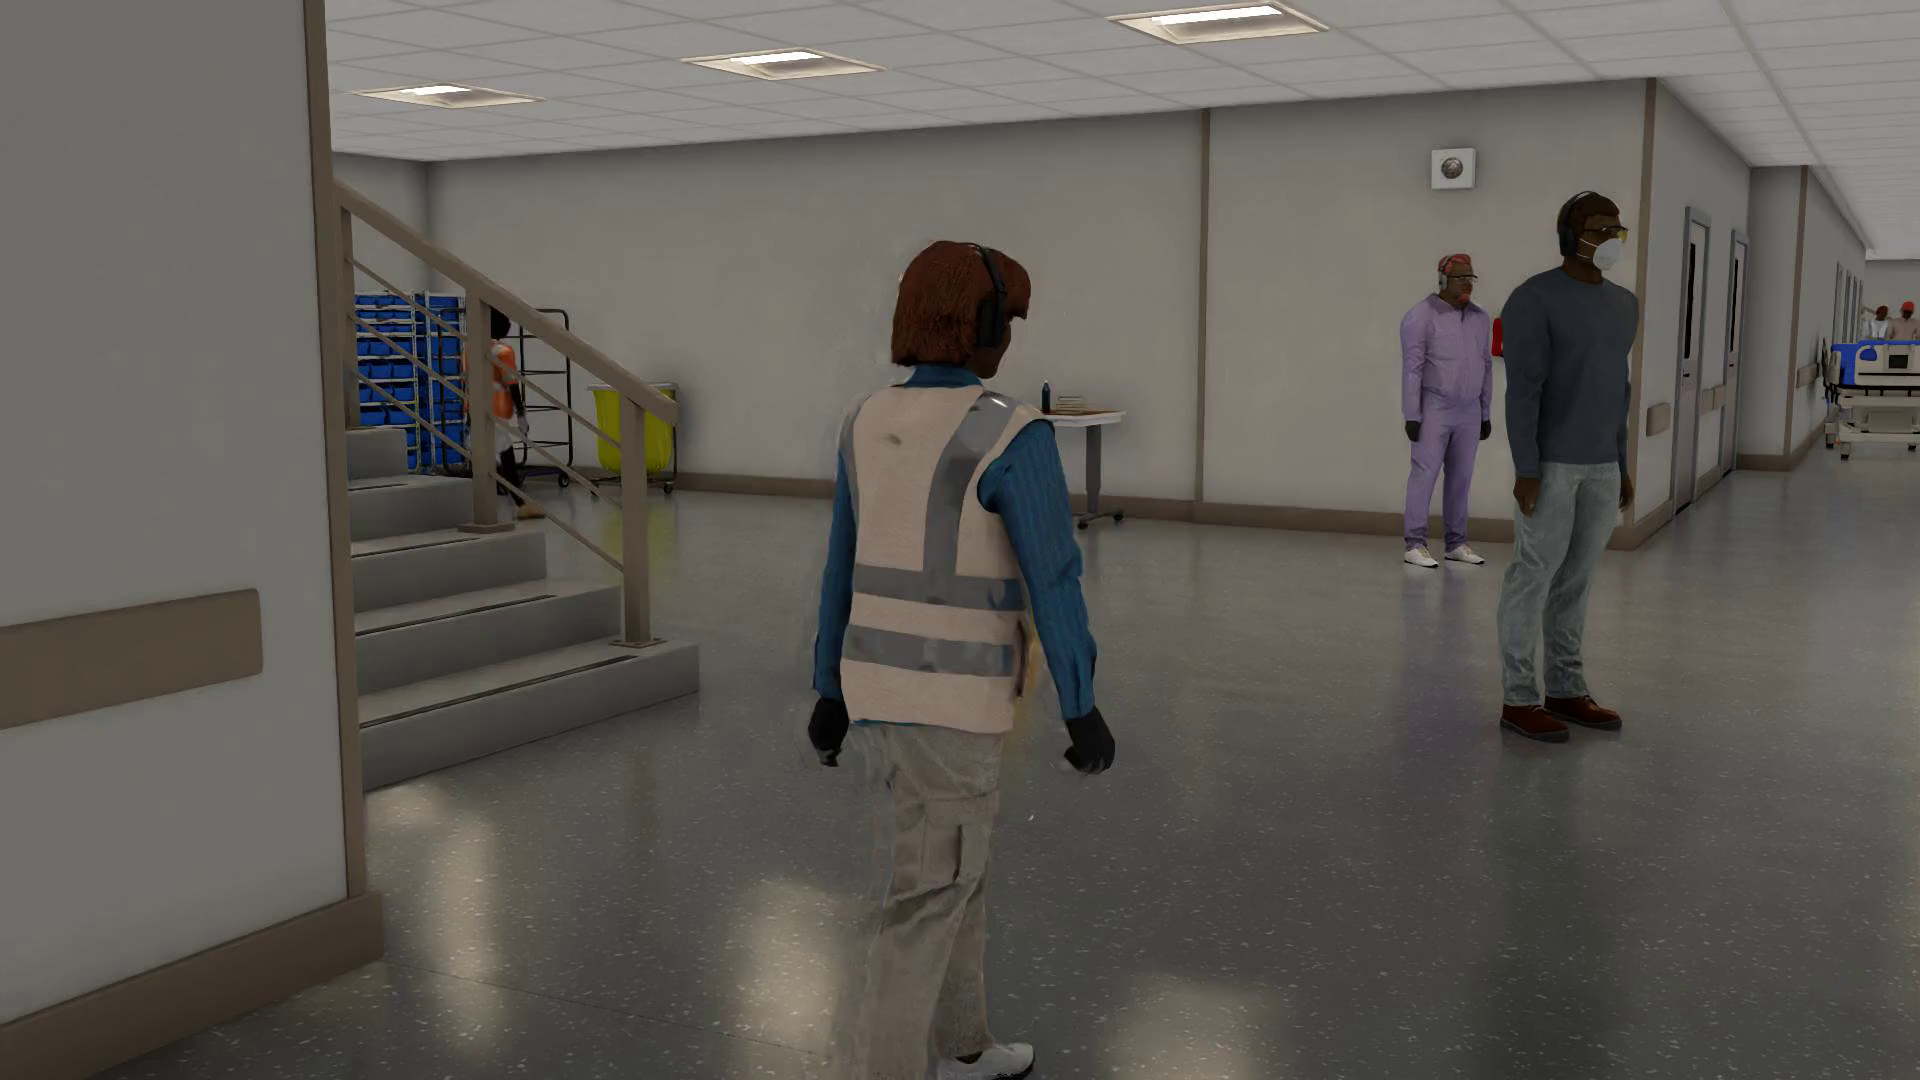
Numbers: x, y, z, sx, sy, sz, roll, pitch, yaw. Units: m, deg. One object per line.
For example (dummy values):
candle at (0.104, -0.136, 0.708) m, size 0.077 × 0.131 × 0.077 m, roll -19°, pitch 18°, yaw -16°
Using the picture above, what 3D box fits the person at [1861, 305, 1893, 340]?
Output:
person at (19.480, -4.052, 35.375) m, size 0.658 × 1.870 × 0.418 m, roll 3°, pitch 8°, yaw 24°

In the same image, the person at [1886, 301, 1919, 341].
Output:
person at (19.319, -3.909, 34.056) m, size 0.627 × 1.933 × 1.087 m, roll 2°, pitch 8°, yaw 15°

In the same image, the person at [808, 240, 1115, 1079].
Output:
person at (0.024, 0.296, 2.926) m, size 0.698 × 1.612 × 0.521 m, roll -6°, pitch 9°, yaw -37°

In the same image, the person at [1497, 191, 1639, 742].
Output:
person at (2.192, -0.263, 5.967) m, size 0.628 × 1.940 × 0.377 m, roll -4°, pitch 9°, yaw -31°

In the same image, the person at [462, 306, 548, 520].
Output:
person at (-3.433, -0.922, 12.161) m, size 0.898 × 1.648 × 0.536 m, roll -7°, pitch 10°, yaw -43°

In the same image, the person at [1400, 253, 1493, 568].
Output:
person at (2.980, -0.780, 10.118) m, size 0.646 × 1.900 × 0.399 m, roll -3°, pitch 8°, yaw -24°
